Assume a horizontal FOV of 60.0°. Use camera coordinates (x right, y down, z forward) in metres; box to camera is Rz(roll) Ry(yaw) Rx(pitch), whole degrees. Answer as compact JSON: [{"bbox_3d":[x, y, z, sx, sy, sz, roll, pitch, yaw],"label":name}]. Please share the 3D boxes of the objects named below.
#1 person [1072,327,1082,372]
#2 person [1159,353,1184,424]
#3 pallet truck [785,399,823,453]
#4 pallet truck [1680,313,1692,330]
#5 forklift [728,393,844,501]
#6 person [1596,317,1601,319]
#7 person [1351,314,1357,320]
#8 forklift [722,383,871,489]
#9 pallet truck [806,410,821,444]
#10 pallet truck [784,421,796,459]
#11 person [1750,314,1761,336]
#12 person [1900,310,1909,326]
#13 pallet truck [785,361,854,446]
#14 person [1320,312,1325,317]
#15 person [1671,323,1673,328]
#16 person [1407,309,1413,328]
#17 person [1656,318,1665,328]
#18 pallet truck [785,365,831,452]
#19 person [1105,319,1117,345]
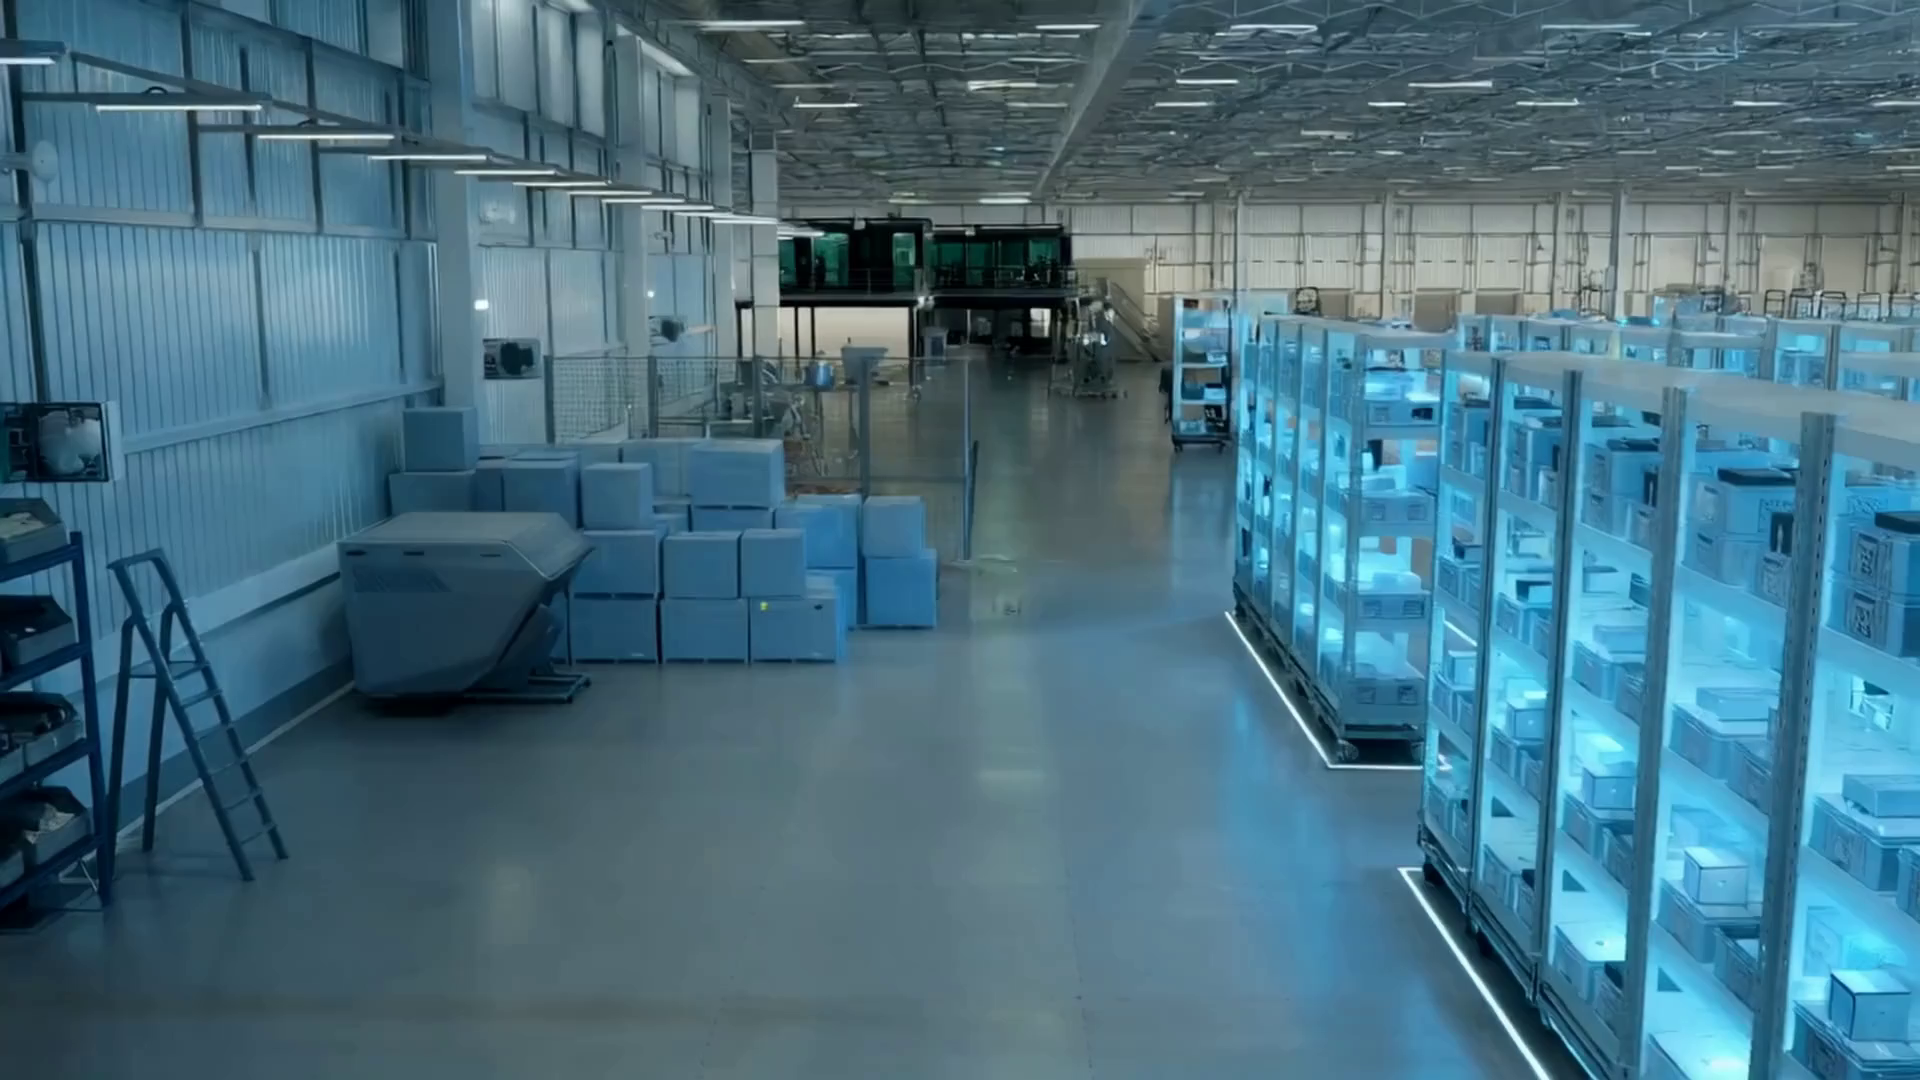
[{"bbox_3d":[4.687,-7.655,67.021,0.412,1.825,0.535,-6,11,-34],"label":"person"},{"bbox_3d":[5.676,-4.065,44.683,0.666,1.889,0.430,2,9,10],"label":"person"},{"bbox_3d":[-3.814,-2.432,36.419,1.630,1.274,0.653,0,9,1],"label":"pallet truck"},{"bbox_3d":[36.315,-10.531,84.244,0.823,1.965,1.885,-6,11,-33],"label":"pallet truck"},{"bbox_3d":[-2.979,-1.316,26.476,2.680,1.987,1.157,0,9,1],"label":"forklift"},{"bbox_3d":[30.668,-9.798,80.083,1.041,1.878,0.646,1,9,7],"label":"person"},{"bbox_3d":[20.810,-10.980,87.595,0.827,1.814,0.625,1,9,8],"label":"person"},{"bbox_3d":[-2.893,-1.687,28.729,2.680,1.987,1.157,0,9,-1],"label":"forklift"},{"bbox_3d":[-3.559,-2.018,33.905,1.522,1.261,0.704,0,9,-1],"label":"pallet truck"},{"bbox_3d":[-4.013,-1.793,32.705,1.601,1.201,0.680,0,9,1],"label":"pallet truck"},{"bbox_3d":[40.389,-10.520,84.444,0.597,1.905,0.471,-7,12,-37],"label":"person"},{"bbox_3d":[52.029,-11.687,91.588,0.496,1.924,0.569,-4,10,-24],"label":"person"},{"bbox_3d":[-3.410,-3.193,38.978,1.885,1.965,0.823,0,9,-1],"label":"pallet truck"},{"bbox_3d":[20.325,-11.935,93.504,0.908,1.808,0.622,6,11,34],"label":"person"},{"bbox_3d":[30.101,-8.234,70.373,0.605,1.897,0.605,-2,9,-9],"label":"person"},{"bbox_3d":[25.589,-12.172,94.615,0.396,1.919,0.588,5,10,28],"label":"person"},{"bbox_3d":[33.706,-9.795,80.148,0.565,1.847,0.623,3,10,19],"label":"person"},{"bbox_3d":[-3.774,-2.976,37.635,1.885,1.965,0.823,1,9,5],"label":"pallet truck"},{"bbox_3d":[8.364,-11.768,92.197,0.623,1.900,0.984,9,13,44],"label":"person"}]
